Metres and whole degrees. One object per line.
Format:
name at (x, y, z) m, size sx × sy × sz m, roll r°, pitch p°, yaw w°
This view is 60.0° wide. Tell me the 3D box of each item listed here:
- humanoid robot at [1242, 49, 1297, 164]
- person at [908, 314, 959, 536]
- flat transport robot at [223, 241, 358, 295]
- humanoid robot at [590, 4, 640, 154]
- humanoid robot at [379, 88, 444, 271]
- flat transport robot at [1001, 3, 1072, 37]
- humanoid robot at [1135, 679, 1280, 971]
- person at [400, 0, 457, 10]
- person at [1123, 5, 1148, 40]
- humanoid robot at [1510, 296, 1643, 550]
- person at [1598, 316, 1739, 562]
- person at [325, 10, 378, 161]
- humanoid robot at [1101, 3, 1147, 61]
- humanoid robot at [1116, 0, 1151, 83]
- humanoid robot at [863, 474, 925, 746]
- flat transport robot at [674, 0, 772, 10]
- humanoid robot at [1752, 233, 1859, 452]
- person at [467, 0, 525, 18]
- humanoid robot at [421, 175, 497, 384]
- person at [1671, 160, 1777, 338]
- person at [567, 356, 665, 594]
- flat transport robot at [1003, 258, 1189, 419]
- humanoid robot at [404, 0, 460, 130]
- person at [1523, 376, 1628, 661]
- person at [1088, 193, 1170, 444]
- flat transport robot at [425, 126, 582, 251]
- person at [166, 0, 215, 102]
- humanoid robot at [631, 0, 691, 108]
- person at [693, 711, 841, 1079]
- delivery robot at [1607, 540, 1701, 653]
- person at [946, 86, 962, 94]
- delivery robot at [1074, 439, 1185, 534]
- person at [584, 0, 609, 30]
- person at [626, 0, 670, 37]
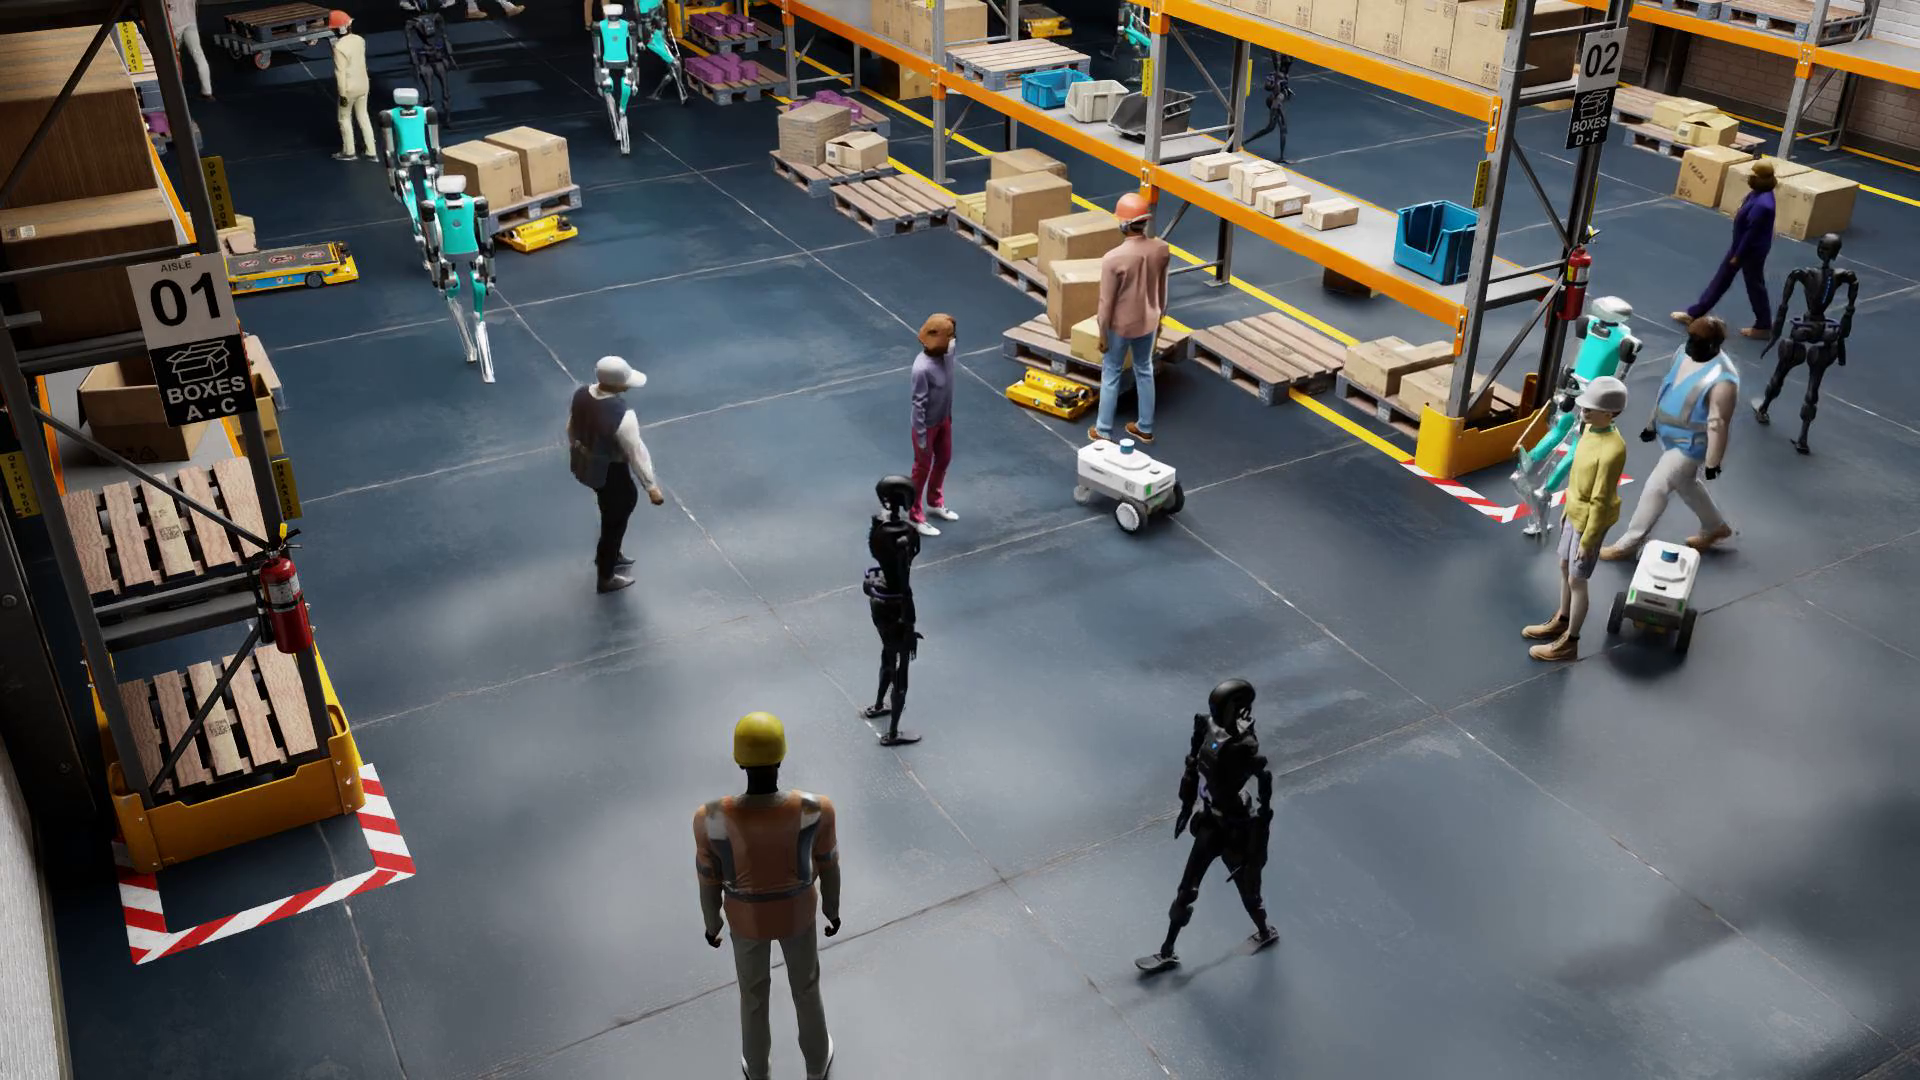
humanoid robot at (3.564, -5.135, 18.970) m, size 0.684 × 1.636 × 0.614 m, roll 12°, pitch 32°, yaw 19°
person at (-0.179, -0.801, 11.443) m, size 0.309 × 1.620 × 0.511 m, roll 17°, pitch 34°, yaw 26°
flat transport robot at (-6.538, -2.568, 15.880) m, size 1.431 × 0.231 × 0.659 m, roll -12°, pitch 32°, yaw -21°
humanoid robot at (-3.989, -5.384, 19.344) m, size 0.549 × 1.754 × 1.037 m, roll -7°, pitch 31°, yaw -11°
humanoid robot at (-5.050, -3.272, 15.647) m, size 0.555 × 1.770 × 0.961 m, roll -12°, pitch 32°, yaw -21°
flat transport robot at (1.125, -7.829, 25.038) m, size 0.659 × 0.231 × 1.431 m, roll -9°, pitch 31°, yaw -16°
humanoid robot at (1.222, 1.347, 7.694) m, size 0.771 × 1.629 × 0.599 m, roll -18°, pitch 34°, yaw -28°
person at (-8.401, -9.068, 25.862) m, size 0.875 × 1.578 × 0.537 m, roll -12°, pitch 32°, yaw -19°
person at (2.575, -8.234, 24.130) m, size 0.553 × 1.890 × 0.390 m, roll -22°, pitch 36°, yaw -33°
humanoid robot at (4.057, -0.713, 11.269) m, size 0.764 × 1.866 × 0.539 m, roll -12°, pitch 32°, yaw -20°
person at (4.869, -0.669, 11.052) m, size 0.957 × 1.790 × 0.611 m, roll -1°, pitch 30°, yaw -1°
person at (-7.004, -5.179, 18.970) m, size 0.553 × 1.719 × 0.634 m, roll 10°, pitch 31°, yaw 17°
humanoid robot at (2.376, -7.481, 23.064) m, size 0.778 × 1.618 × 0.602 m, roll 3°, pitch 30°, yaw 6°
humanoid robot at (2.348, -6.783, 21.822) m, size 0.746 × 1.859 × 0.541 m, roll 9°, pitch 31°, yaw 15°
humanoid robot at (-0.370, 0.360, 9.373) m, size 0.323 × 1.648 × 0.591 m, roll -7°, pitch 31°, yaw -13°
flat transport robot at (-3.759, -8.572, 26.331) m, size 1.431 × 0.231 × 0.659 m, roll -12°, pitch 32°, yaw -19°
humanoid robot at (6.492, -1.554, 12.736) m, size 0.610 × 1.619 × 0.759 m, roll 3°, pitch 30°, yaw 6°
person at (-7.184, -8.868, 25.306) m, size 0.917 × 1.799 × 0.657 m, roll -7°, pitch 31°, yaw -11°
humanoid robot at (-4.116, -2.214, 13.816) m, size 0.540 × 1.787 × 0.869 m, roll -9°, pitch 31°, yaw -14°
person at (6.841, -2.545, 14.522) m, size 0.836 × 1.572 × 0.468 m, roll 7°, pitch 31°, yaw 12°
person at (-2.274, -0.439, 10.730) m, size 0.475 × 1.716 × 0.785 m, roll -20°, pitch 35°, yaw -31°
flat transport robot at (1.080, -1.402, 13.850) m, size 0.659 × 0.231 × 1.431 m, roll 23°, pitch 37°, yaw 34°
humanoid robot at (-6.395, -5.785, 20.068) m, size 0.458 × 1.647 × 0.603 m, roll 25°, pitch 38°, yaw 37°
person at (3.758, -0.118, 10.003) m, size 0.403 × 1.888 × 0.484 m, roll 2°, pitch 30°, yaw 3°
person at (1.282, -1.643, 12.555) m, size 0.624 × 1.982 × 0.402 m, roll -14°, pitch 33°, yaw -23°
flat transport robot at (-4.663, -3.287, 17.131) m, size 1.431 × 0.231 × 0.659 m, roll 22°, pitch 37°, yaw 34°
person at (-10.049, -6.602, 21.273) m, size 0.969 × 1.897 × 0.639 m, roll 20°, pitch 36°, yaw 31°
humanoid robot at (-3.684, -6.356, 21.027) m, size 0.974 × 1.771 × 0.533 m, roll 19°, pitch 35°, yaw 30°
person at (-0.799, 1.553, 7.046) m, size 0.592 × 1.922 × 0.383 m, roll -5°, pitch 30°, yaw -8°
delivery robot at (4.466, 0.307, 10.581) m, size 0.499 × 0.587 × 0.767 m, roll 15°, pitch 33°, yaw 25°
person at (-0.045, -6.761, 21.560) m, size 0.395 × 1.892 × 0.641 m, roll -7°, pitch 31°, yaw -11°
delivery robot at (1.191, -0.428, 11.864) m, size 0.781 × 0.591 × 0.499 m, roll 26°, pitch 39°, yaw 38°
person at (-5.383, -8.419, 24.588) m, size 0.566 × 1.737 × 0.380 m, roll 10°, pitch 31°, yaw 17°
person at (-4.567, -8.253, 24.258) m, size 0.587 × 1.778 × 0.977 m, roll 24°, pitch 38°, yaw 36°
